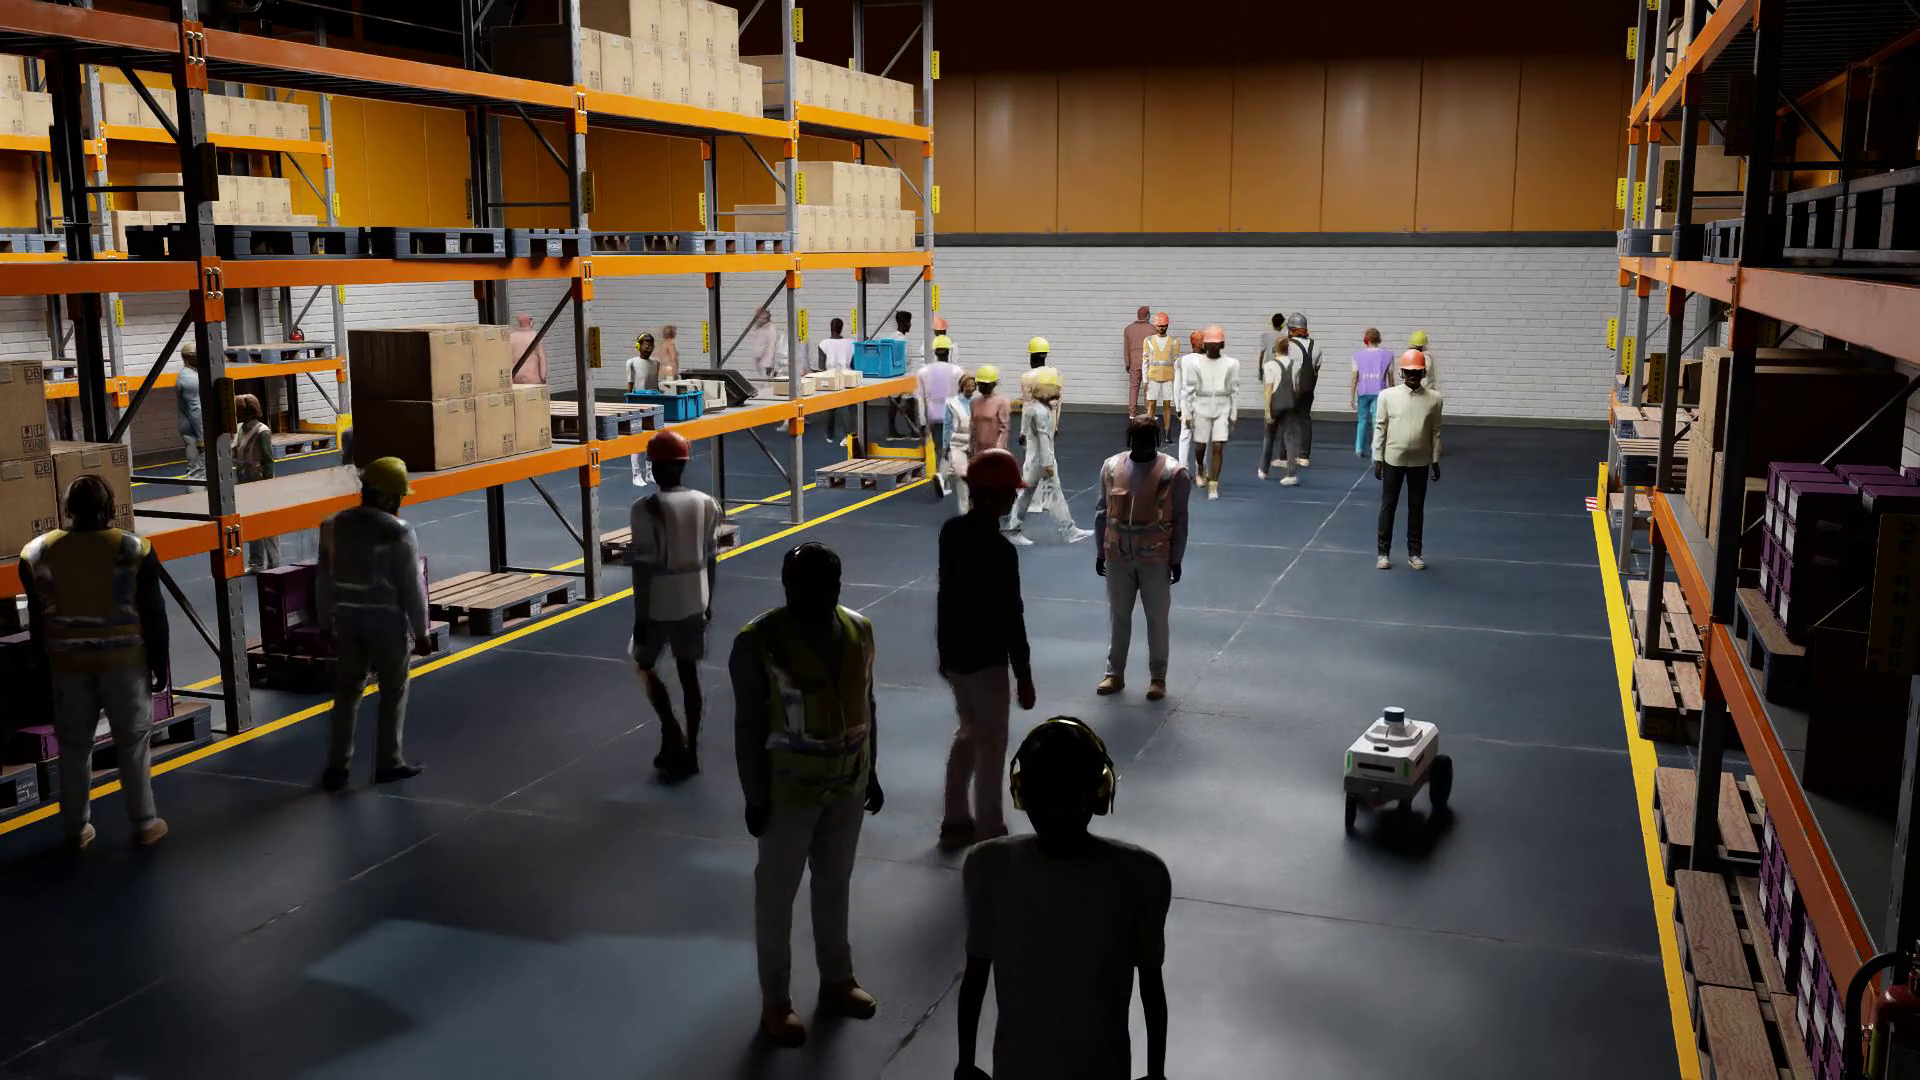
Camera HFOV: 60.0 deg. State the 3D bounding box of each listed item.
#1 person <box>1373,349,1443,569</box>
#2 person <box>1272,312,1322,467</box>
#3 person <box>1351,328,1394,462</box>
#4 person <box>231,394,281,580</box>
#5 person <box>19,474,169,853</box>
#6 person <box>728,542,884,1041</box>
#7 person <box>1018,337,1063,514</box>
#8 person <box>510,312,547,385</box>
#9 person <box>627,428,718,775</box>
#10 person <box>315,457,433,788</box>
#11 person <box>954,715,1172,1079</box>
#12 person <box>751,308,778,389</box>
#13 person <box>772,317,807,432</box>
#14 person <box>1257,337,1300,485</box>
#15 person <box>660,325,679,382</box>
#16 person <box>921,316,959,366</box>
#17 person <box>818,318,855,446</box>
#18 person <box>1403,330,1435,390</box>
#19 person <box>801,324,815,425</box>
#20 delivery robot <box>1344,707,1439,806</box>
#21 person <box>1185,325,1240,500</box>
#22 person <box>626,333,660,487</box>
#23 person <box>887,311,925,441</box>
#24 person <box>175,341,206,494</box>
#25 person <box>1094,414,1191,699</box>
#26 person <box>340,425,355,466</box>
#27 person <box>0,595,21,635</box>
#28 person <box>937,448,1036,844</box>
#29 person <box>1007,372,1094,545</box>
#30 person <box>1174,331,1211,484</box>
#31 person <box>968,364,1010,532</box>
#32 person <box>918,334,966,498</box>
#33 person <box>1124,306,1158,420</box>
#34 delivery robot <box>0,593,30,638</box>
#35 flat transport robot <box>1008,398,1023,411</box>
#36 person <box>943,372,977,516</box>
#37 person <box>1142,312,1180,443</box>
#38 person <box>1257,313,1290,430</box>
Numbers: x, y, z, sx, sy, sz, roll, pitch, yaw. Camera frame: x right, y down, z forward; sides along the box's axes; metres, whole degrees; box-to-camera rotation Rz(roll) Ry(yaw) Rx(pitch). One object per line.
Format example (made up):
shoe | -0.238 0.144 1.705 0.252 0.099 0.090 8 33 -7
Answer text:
person | 4.043 -0.725 15.027 0.609 1.996 0.379 0 10 3
person | 4.399 -1.983 21.989 0.688 2.000 0.539 -6 12 -32
person | 5.600 -1.972 22.614 0.576 1.799 0.939 2 10 12
person | -6.176 -0.467 14.584 0.514 1.637 0.315 8 13 37
person | -4.154 0.596 8.061 0.620 1.836 0.430 -2 10 -13
person | -0.544 0.917 6.218 0.619 1.845 0.430 -8 13 -38
person | 0.864 -1.247 18.163 0.587 1.928 0.363 -10 14 -44
person | -6.680 -2.551 25.619 0.661 1.890 0.534 1 10 7
person | -1.585 0.347 9.188 0.578 1.920 0.425 -9 13 -41
person | -3.194 0.452 8.993 0.678 1.802 0.418 3 10 16
person | 0.237 1.313 3.911 0.534 1.868 0.310 1 10 8
person | -3.405 -3.053 28.516 0.399 1.875 0.789 -7 12 -33
person | -2.692 -2.656 26.146 0.638 1.906 0.569 9 13 40
person | 3.936 -1.594 20.471 0.542 1.787 0.944 -3 10 -16
person | -4.820 -2.729 27.360 0.575 1.620 0.526 -4 11 -20
person | -0.279 -2.212 23.605 0.547 1.924 0.413 -2 10 -9
person | -1.790 -2.313 24.393 0.657 1.859 0.995 -3 11 -18
person | 6.203 -1.947 22.501 0.460 1.786 0.623 0 10 2
person | -2.597 -2.760 27.137 0.315 1.770 0.524 -8 13 -37
delivery robot | 2.216 1.101 8.525 0.477 0.478 0.707 5 11 27
person | 2.921 -1.489 19.290 0.611 2.022 0.699 1 10 7
person | -3.820 -1.590 20.276 0.328 1.865 0.517 8 13 39
person | -0.802 -2.453 24.889 0.626 1.956 0.660 -4 11 -21
person | -7.885 -1.082 17.205 0.372 1.940 0.632 -5 11 -28
person | 1.161 0.104 10.789 0.626 1.847 0.429 4 11 22
person | -5.209 -0.480 14.709 0.519 1.617 0.346 -1 10 -5
person | -6.839 -0.065 11.586 0.928 1.909 0.548 0 10 2
person | 0.107 0.549 7.879 0.416 1.988 0.669 -5 11 -28
person | 0.871 -0.774 16.162 0.901 1.679 0.546 2 10 11
person | 2.884 -1.611 20.346 0.575 1.879 0.356 8 13 40
person | 0.278 -0.887 16.647 0.544 1.745 0.430 9 14 42
person | -0.215 -1.415 19.196 0.588 1.901 0.763 3 10 14
person | 3.064 -2.950 27.808 0.651 1.906 0.409 6 11 28
delivery robot | -6.679 0.498 11.932 0.477 0.478 0.707 2 10 12
flat transport robot | 0.567 -2.332 28.937 1.431 0.197 0.652 -4 11 -20
person | 0.060 -0.991 17.646 0.524 1.602 0.786 -3 10 -16
person | 2.964 -2.389 24.563 0.551 1.937 0.357 1 10 5
person | 5.018 -2.662 26.328 0.546 1.851 0.551 5 11 28
